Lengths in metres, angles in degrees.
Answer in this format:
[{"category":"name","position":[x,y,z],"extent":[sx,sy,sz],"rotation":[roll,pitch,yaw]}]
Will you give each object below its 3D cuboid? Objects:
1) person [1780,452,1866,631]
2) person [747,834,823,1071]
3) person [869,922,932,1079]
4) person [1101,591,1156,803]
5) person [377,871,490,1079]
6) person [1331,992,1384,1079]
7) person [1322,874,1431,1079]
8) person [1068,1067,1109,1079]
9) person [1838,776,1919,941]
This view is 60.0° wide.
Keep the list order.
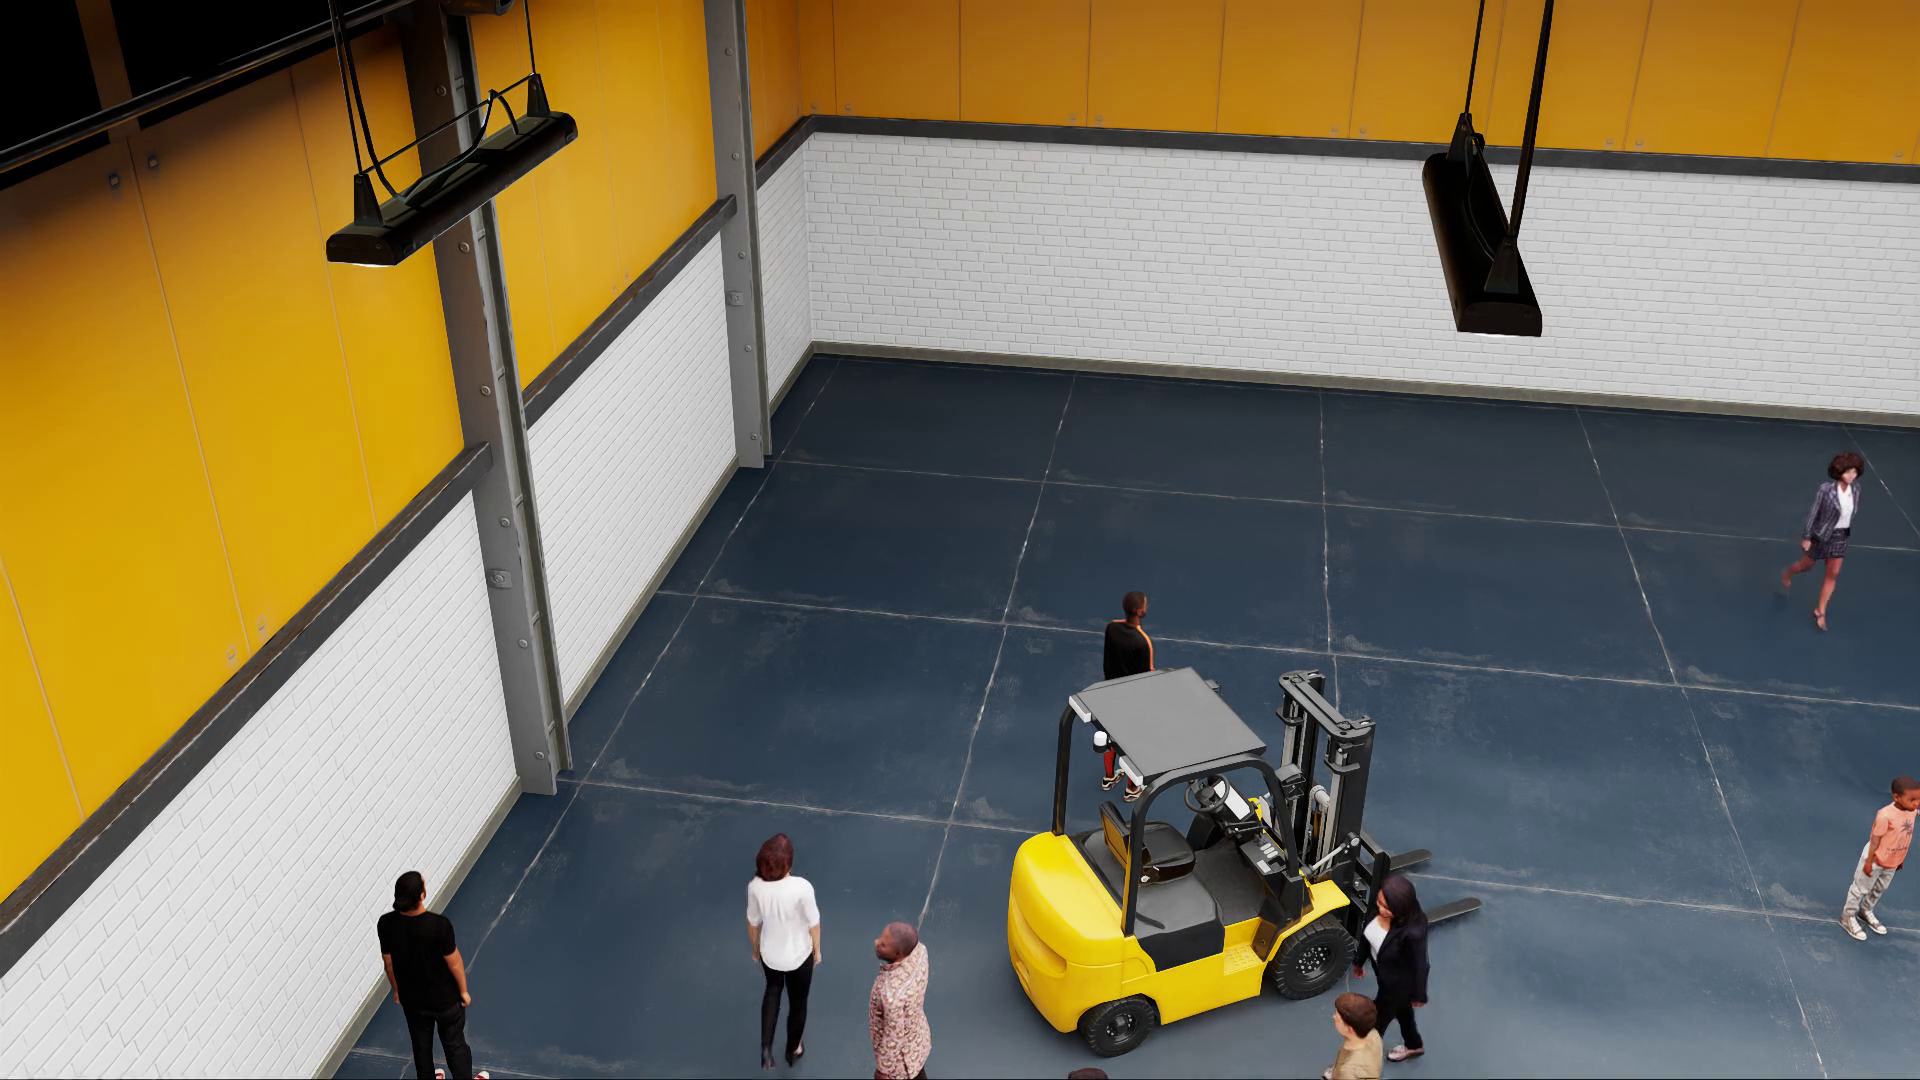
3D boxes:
[{"category":"person","position":[7.931,-0.049,15.299],"extent":[0.792,1.673,1.090],"rotation":[-2,29,-3]},{"category":"person","position":[-1.102,2.636,10.259],"extent":[0.629,1.785,0.707],"rotation":[7,29,12]},{"category":"person","position":[-0.334,2.934,9.692],"extent":[0.778,1.806,0.562],"rotation":[9,30,16]},{"category":"person","position":[1.302,1.194,12.878],"extent":[0.732,1.809,0.707],"rotation":[-25,37,-37]},{"category":"person","position":[-3.228,2.736,10.107],"extent":[0.642,1.757,0.551],"rotation":[2,29,4]},{"category":"person","position":[2.200,3.240,9.099],"extent":[0.793,1.838,0.880],"rotation":[10,30,18]},{"category":"person","position":[2.792,2.693,10.393],"extent":[1.012,1.558,1.063],"rotation":[-11,31,-19]},{"category":"person","position":[0.644,3.456,8.674],"extent":[0.842,1.865,0.711],"rotation":[-8,30,-15]},{"category":"person","position":[6.416,2.186,11.583],"extent":[0.536,1.308,0.566],"rotation":[-7,29,-12]}]
